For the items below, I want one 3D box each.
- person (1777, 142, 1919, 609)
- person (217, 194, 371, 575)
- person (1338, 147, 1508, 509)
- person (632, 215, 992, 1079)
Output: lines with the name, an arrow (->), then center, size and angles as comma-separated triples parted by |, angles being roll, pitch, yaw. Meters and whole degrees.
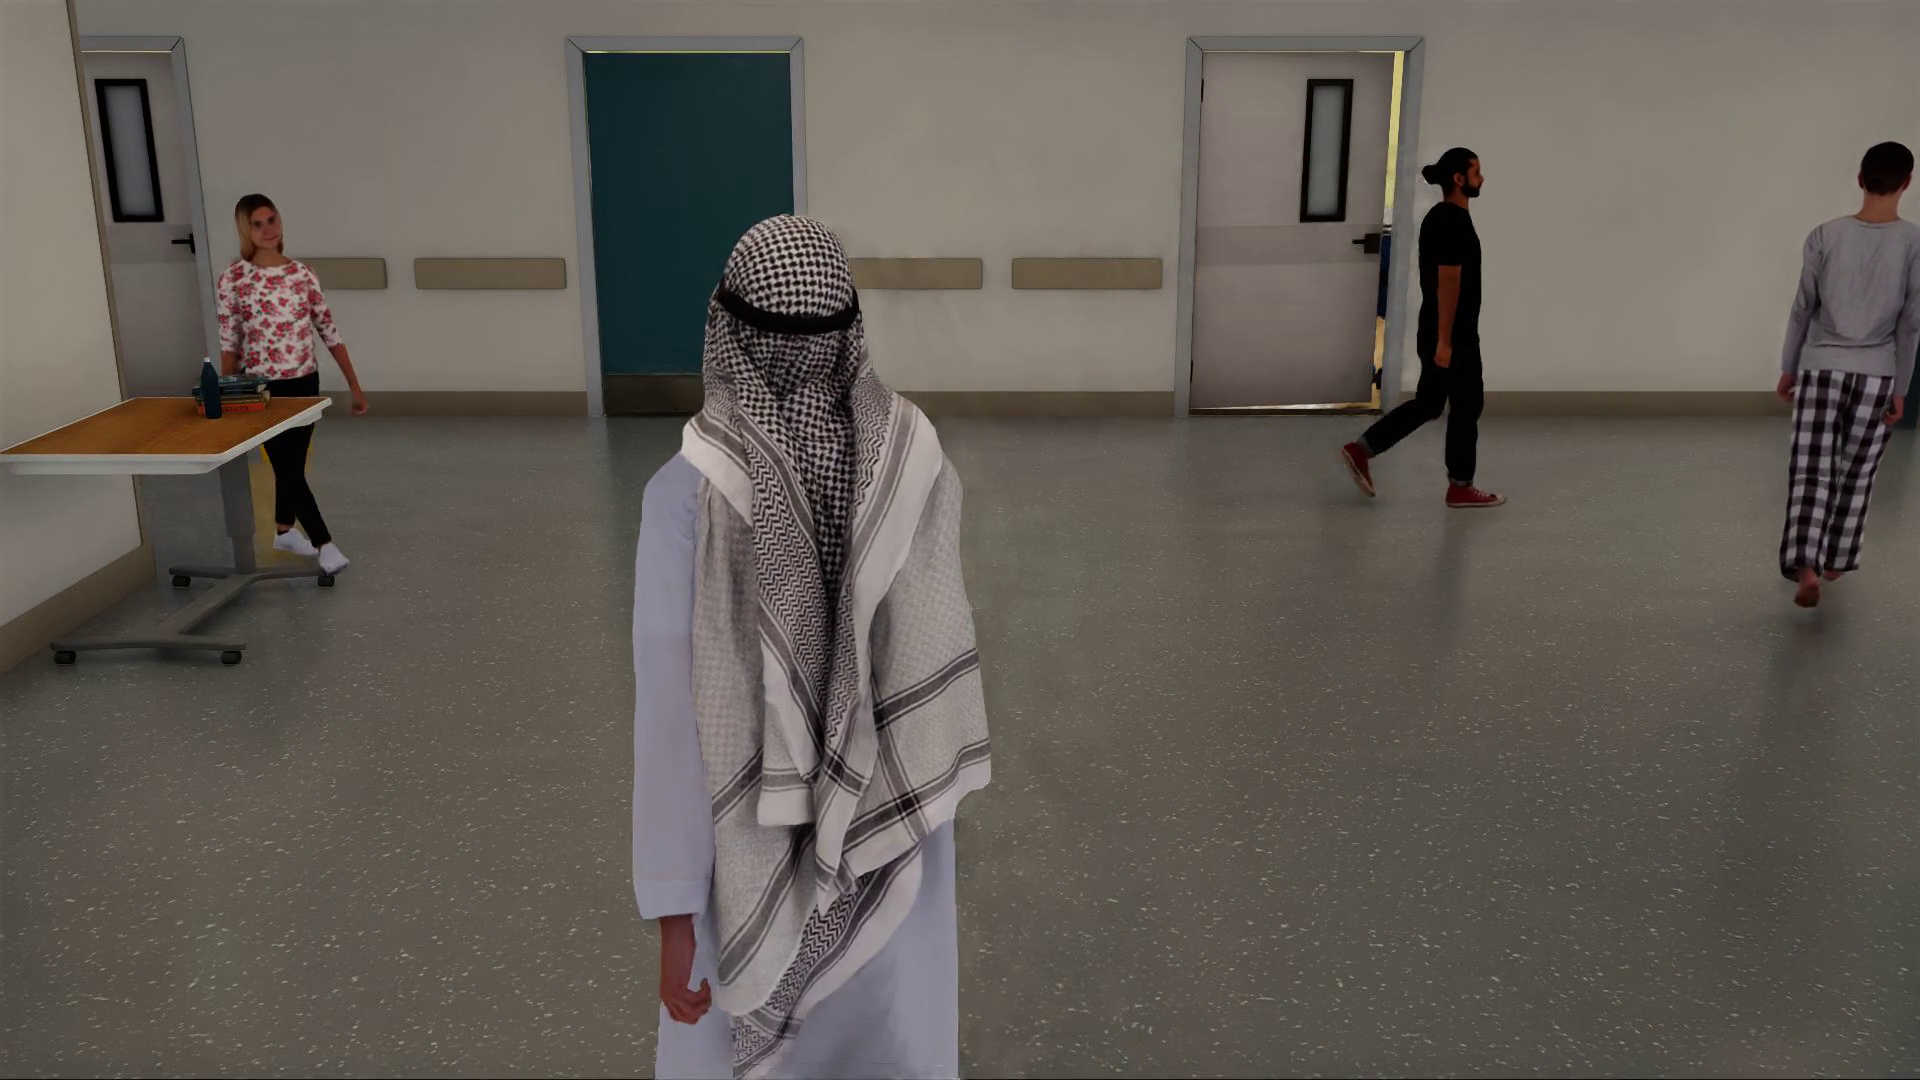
person -> 3.498, -0.609, 6.576 | 1.160, 1.809, 1.066 | 8, 18, 28
person -> -2.949, -0.645, 7.107 | 1.134, 1.591, 1.058 | 12, 20, 37
person -> 2.285, -1.000, 8.096 | 1.066, 1.738, 0.698 | 2, 16, 6
person -> -0.174, 0.534, 2.400 | 1.289, 1.876, 1.141 | -7, 17, -24
